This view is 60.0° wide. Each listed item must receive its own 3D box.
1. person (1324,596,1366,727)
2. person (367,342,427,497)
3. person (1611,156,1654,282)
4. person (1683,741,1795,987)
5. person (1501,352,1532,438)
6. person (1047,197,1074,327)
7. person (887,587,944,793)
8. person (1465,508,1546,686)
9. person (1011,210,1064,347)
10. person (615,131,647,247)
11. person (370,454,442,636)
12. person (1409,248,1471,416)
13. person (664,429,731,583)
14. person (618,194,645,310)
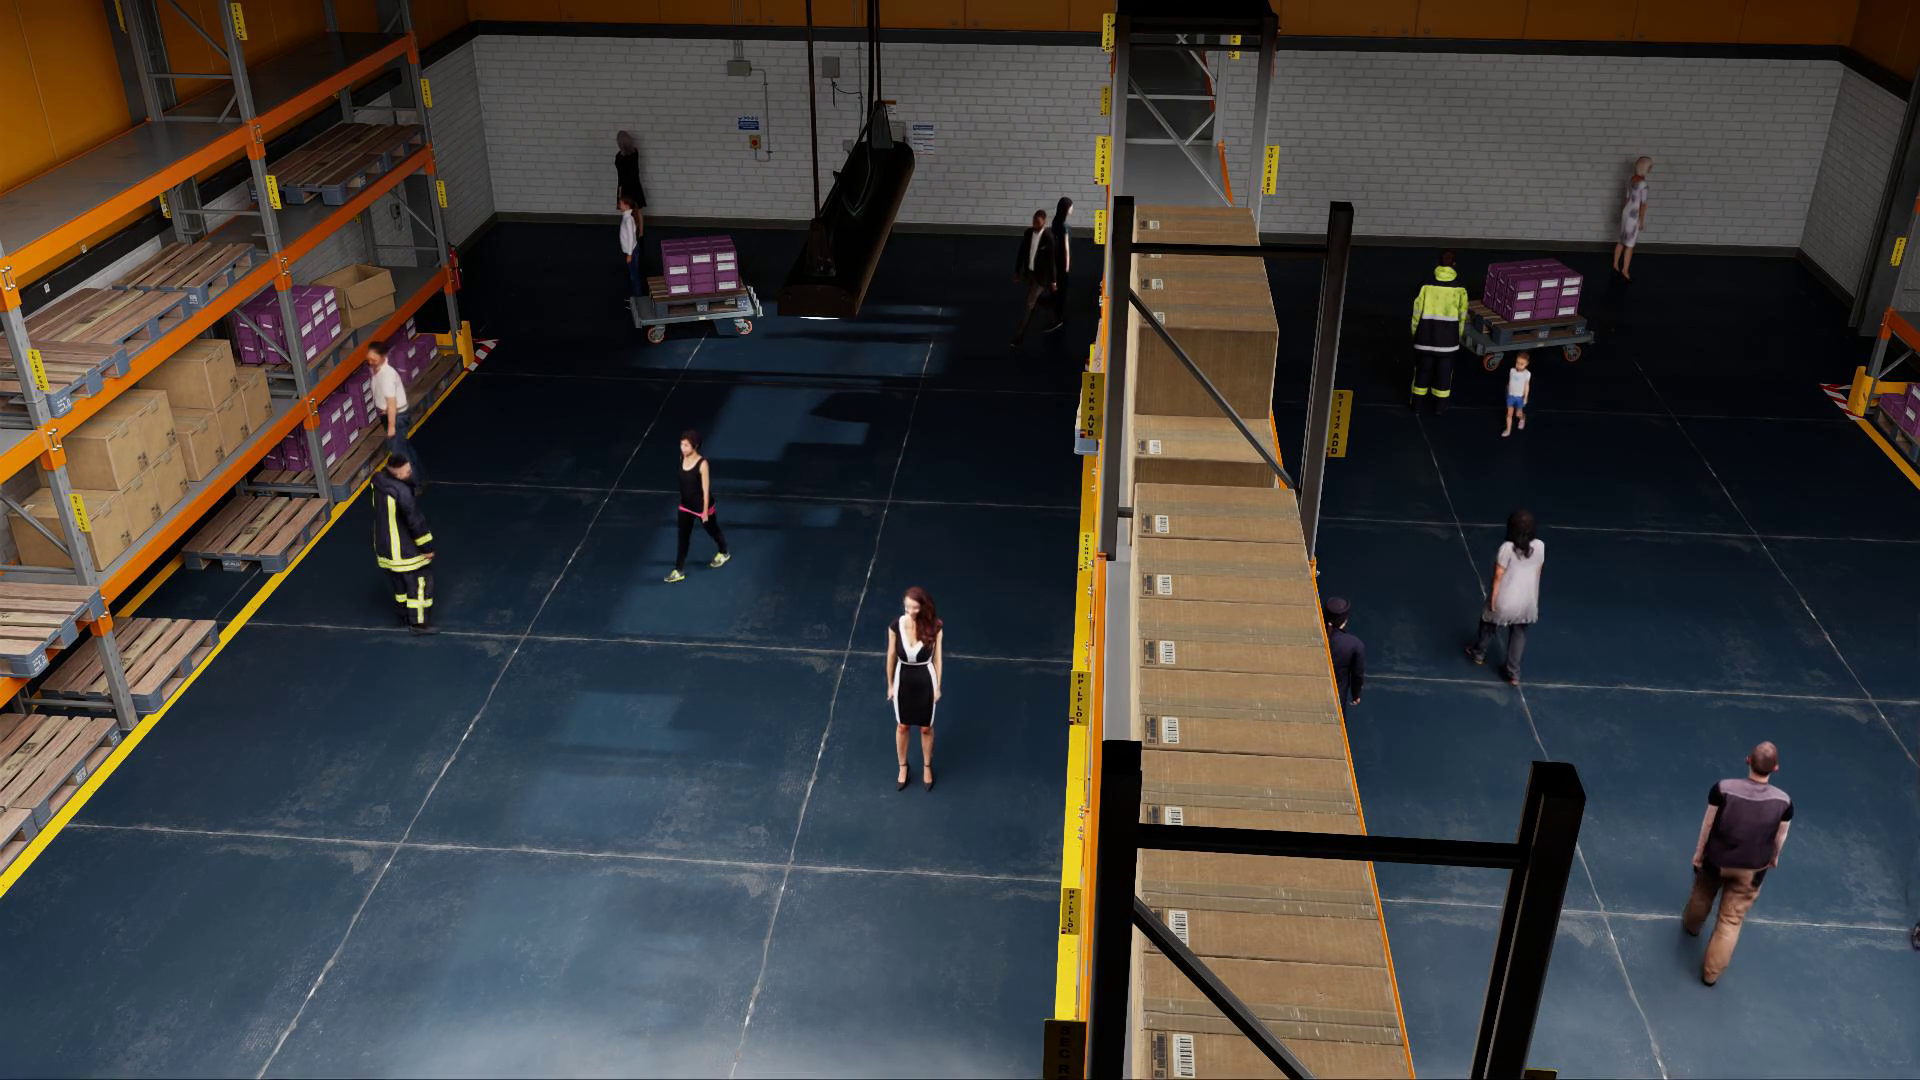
[{"bbox_3d":[2.848,1.200,12.988,0.776,1.671,0.741,11,31,20],"label":"person"},{"bbox_3d":[-5.864,-1.289,17.407,1.032,1.809,0.847,-6,29,-11],"label":"person"},{"bbox_3d":[9.474,-4.534,23.418,0.681,1.749,0.545,-7,29,-12],"label":"person"},{"bbox_3d":[5.136,2.183,11.041,0.886,1.810,1.093,12,31,21],"label":"person"},{"bbox_3d":[6.365,-1.674,18.946,0.602,1.012,0.681,25,37,38],"label":"person"},{"bbox_3d":[1.292,-3.653,21.823,0.702,1.729,0.579,-9,30,-16],"label":"person"},{"bbox_3d":[-0.350,1.156,12.938,0.580,1.796,0.470,2,29,4],"label":"person"},{"bbox_3d":[4.790,0.524,14.322,0.777,1.581,0.936,-6,29,-10],"label":"person"},{"bbox_3d":[1.050,-3.372,21.285,1.286,1.751,1.204,-22,35,-34],"label":"person"},{"bbox_3d":[-4.892,-5.195,24.631,0.756,1.748,0.665,20,34,32],"label":"person"},{"bbox_3d":[-5.084,-0.023,15.079,0.919,1.817,0.912,8,30,15],"label":"person"},{"bbox_3d":[5.537,-2.428,19.316,0.792,1.980,0.665,5,29,10],"label":"person"},{"bbox_3d":[-2.471,-0.362,16.021,0.903,1.509,1.087,20,34,32],"label":"person"},{"bbox_3d":[-4.436,-3.923,22.497,0.652,1.558,0.544,-6,29,-10],"label":"person"}]
